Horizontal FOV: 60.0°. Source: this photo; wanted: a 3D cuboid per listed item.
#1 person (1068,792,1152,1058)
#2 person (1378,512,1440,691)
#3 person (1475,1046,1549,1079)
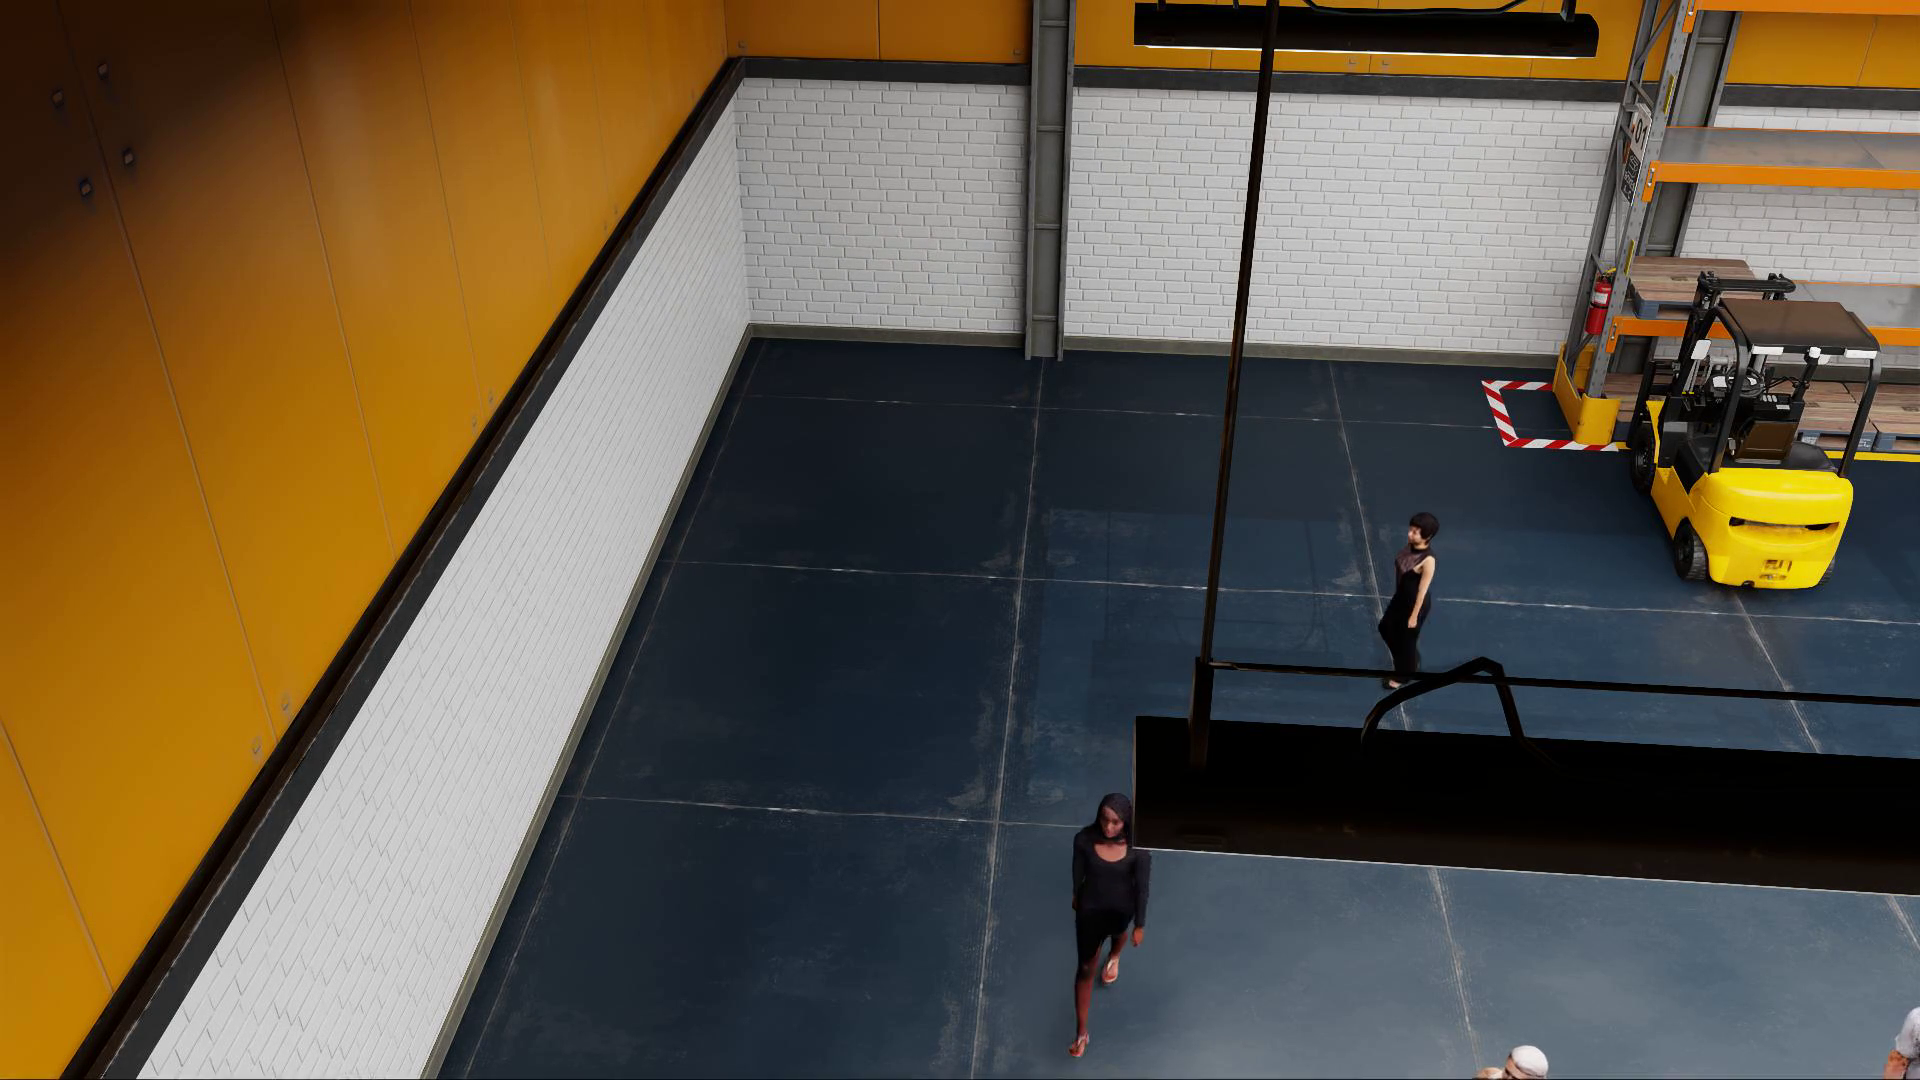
[{"bbox_3d":[0.908,2.149,9.935,1.160,1.665,0.839,9,35,13],"label":"person"},{"bbox_3d":[3.467,0.465,12.537,0.664,1.588,0.653,-5,34,-7],"label":"person"},{"bbox_3d":[2.732,3.137,8.414,0.735,1.702,0.682,-24,40,-31],"label":"person"}]
